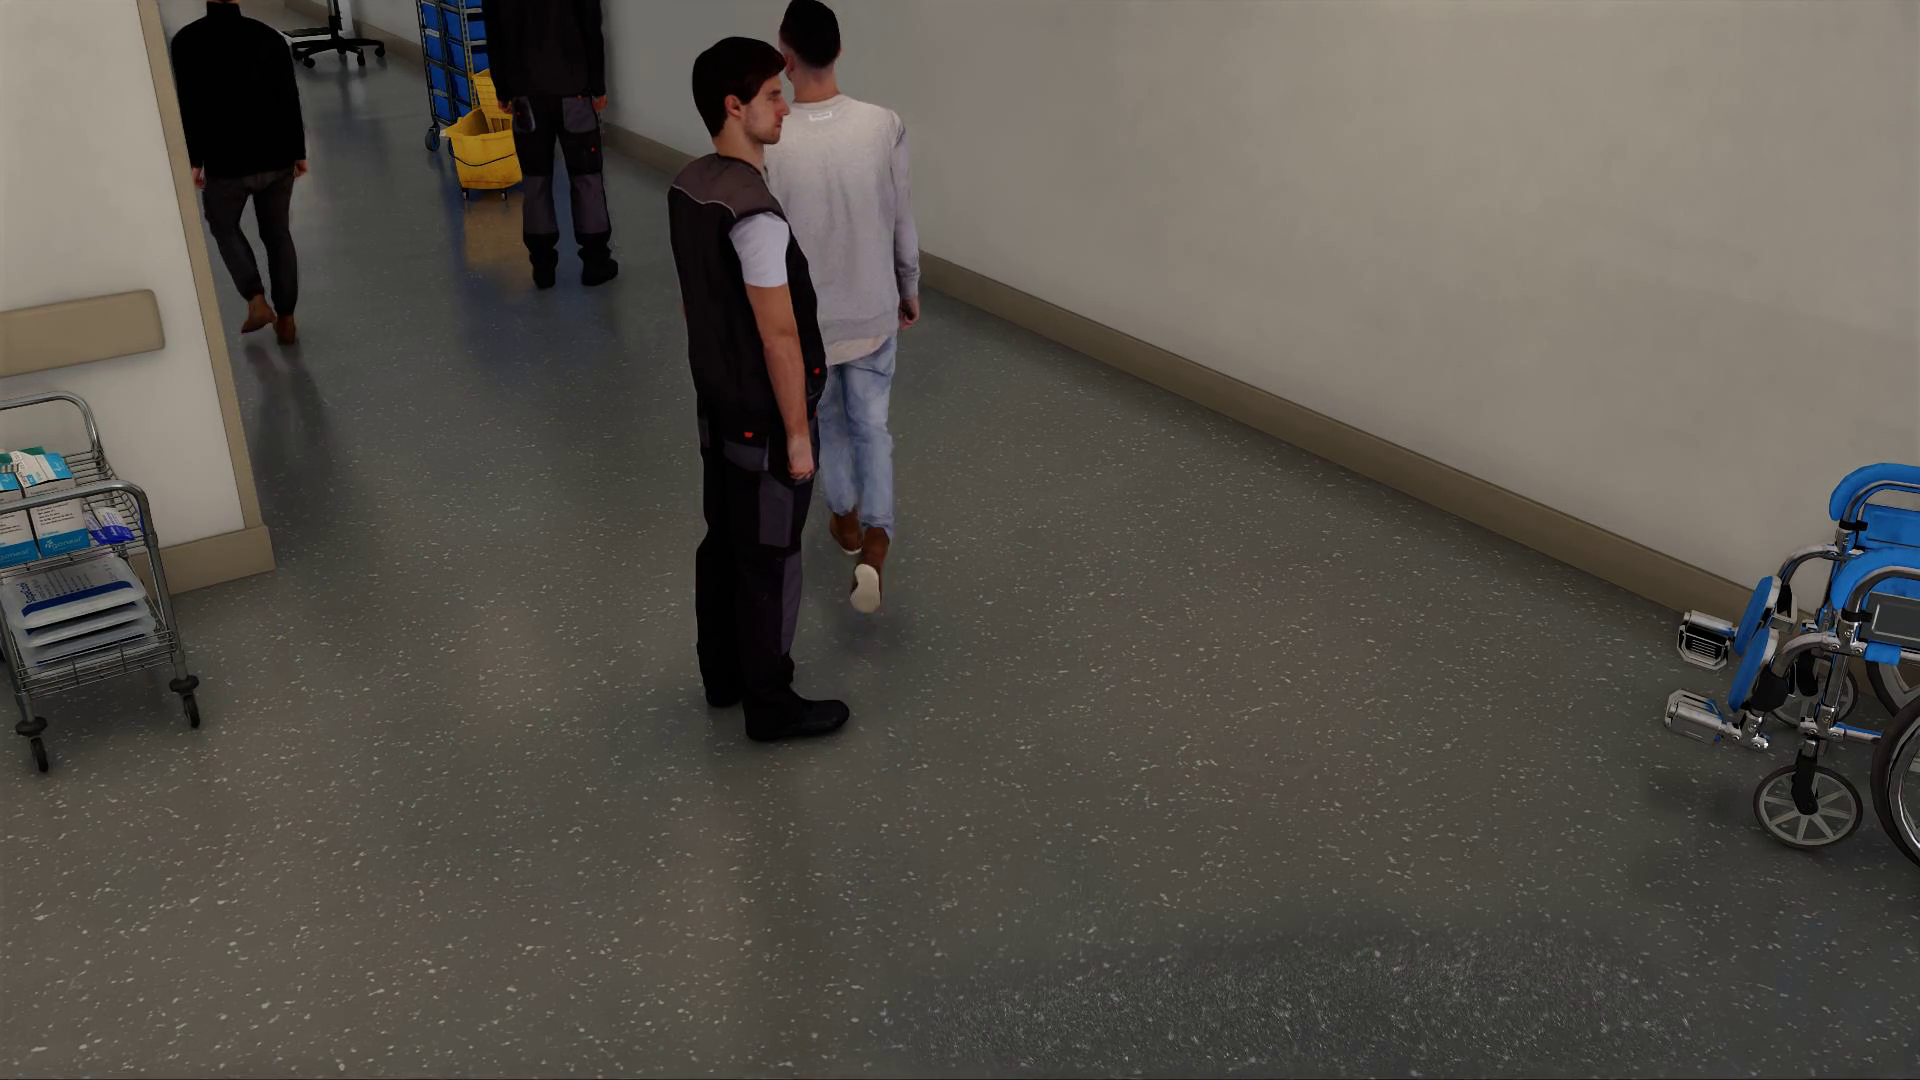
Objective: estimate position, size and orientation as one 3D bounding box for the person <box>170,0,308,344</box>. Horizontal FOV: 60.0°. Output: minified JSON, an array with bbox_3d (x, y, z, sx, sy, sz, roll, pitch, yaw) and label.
[{"bbox_3d":[-3.089,-1.670,7.224,0.508,1.715,0.724,-16,30,-30],"label":"person"}]

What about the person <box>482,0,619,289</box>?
[{"bbox_3d":[-1.989,-2.206,8.071,0.728,1.945,0.857,-2,26,-4],"label":"person"}]

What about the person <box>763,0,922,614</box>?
[{"bbox_3d":[-0.344,-0.664,5.030,1.169,1.810,1.050,-4,26,-9],"label":"person"}]

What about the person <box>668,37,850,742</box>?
[{"bbox_3d":[-0.555,-0.355,4.345,0.575,1.848,0.659,-16,30,-29],"label":"person"}]
